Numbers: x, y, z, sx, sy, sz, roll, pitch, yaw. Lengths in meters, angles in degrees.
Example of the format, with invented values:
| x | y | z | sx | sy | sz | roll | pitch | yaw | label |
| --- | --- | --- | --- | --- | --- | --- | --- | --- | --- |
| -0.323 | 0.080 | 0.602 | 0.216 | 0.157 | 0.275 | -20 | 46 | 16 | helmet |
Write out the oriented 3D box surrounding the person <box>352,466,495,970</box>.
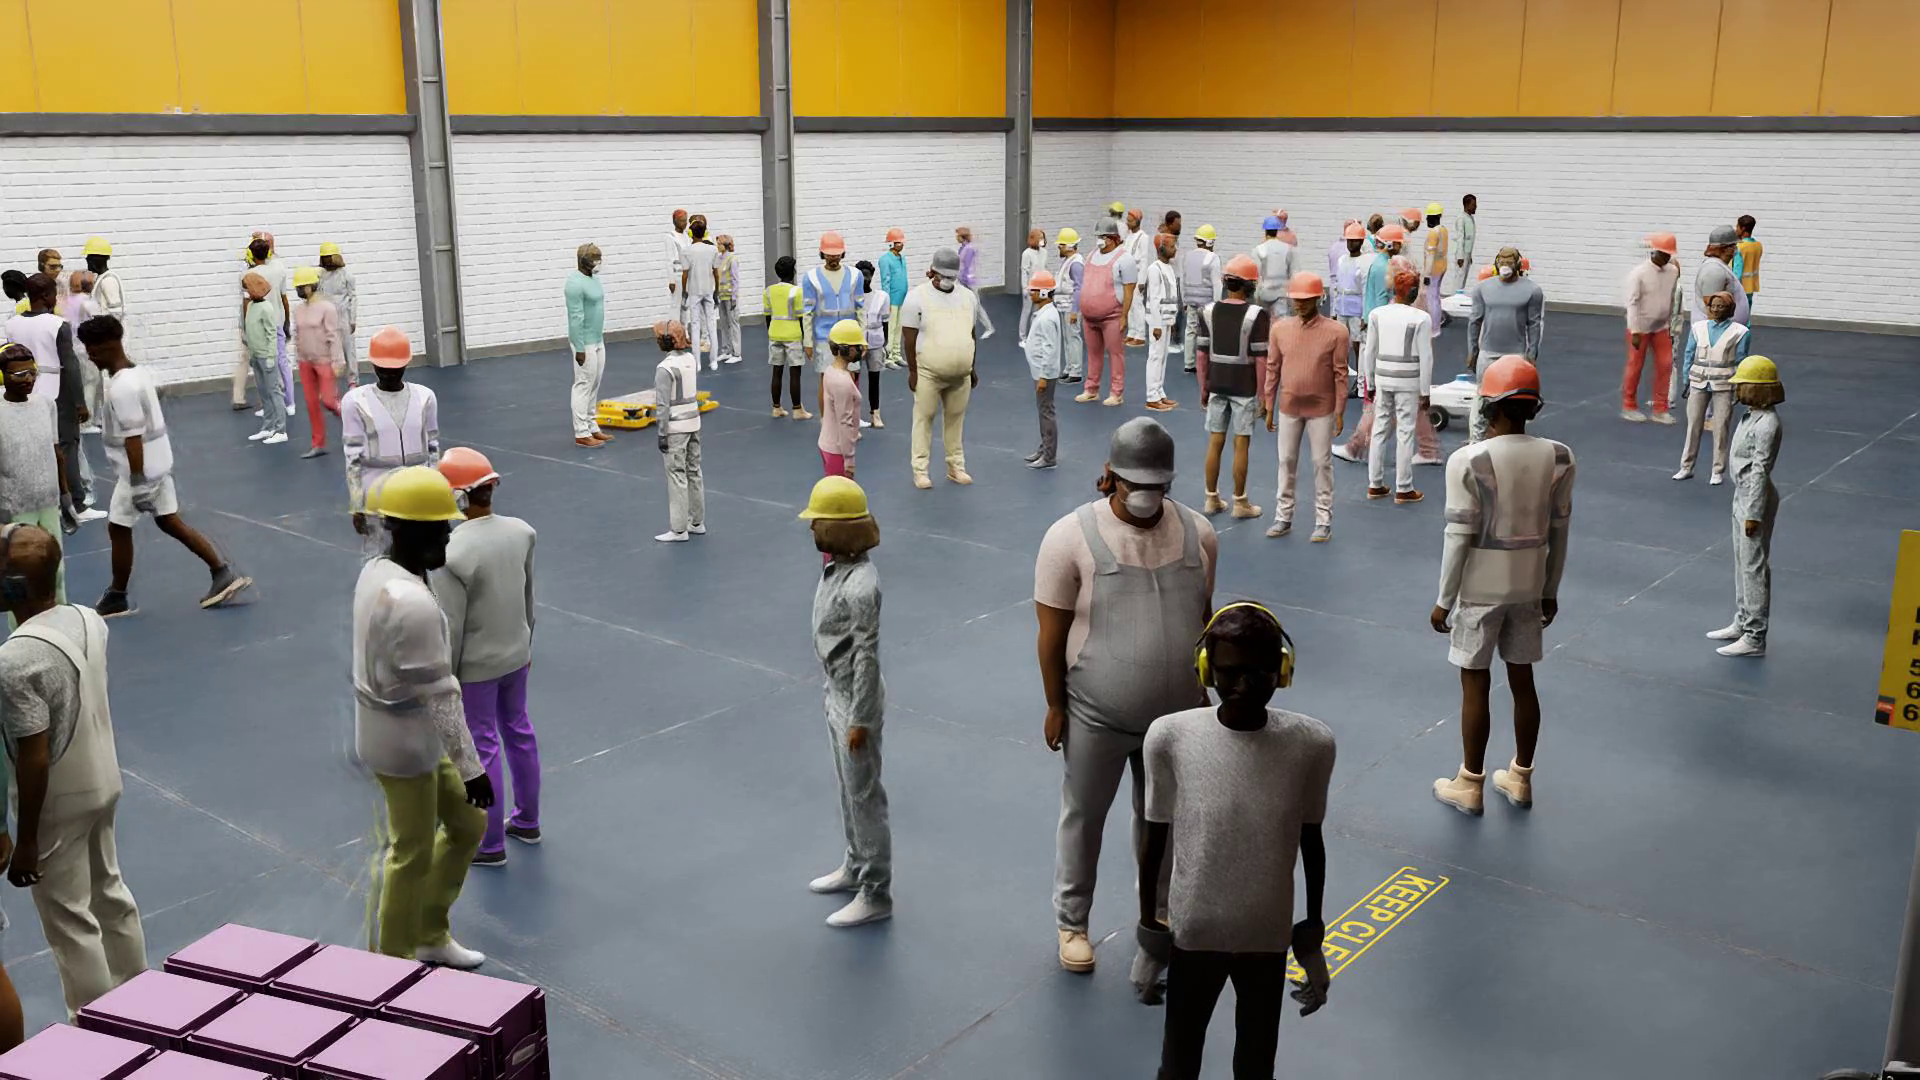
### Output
| x | y | z | sx | sy | sz | roll | pitch | yaw | label |
| --- | --- | --- | --- | --- | --- | --- | --- | --- | --- |
| -1.828 | 0.693 | 5.685 | 0.548 | 1.902 | 0.588 | -6 | 15 | -22 | person |

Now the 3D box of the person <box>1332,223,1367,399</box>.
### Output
| x | y | z | sx | sy | sz | roll | pitch | yaw | label |
| --- | --- | --- | --- | --- | --- | --- | --- | --- | --- |
| 4.369 | -2.558 | 18.595 | 0.345 | 1.942 | 0.547 | -10 | 17 | -34 | person |

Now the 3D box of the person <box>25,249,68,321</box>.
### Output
| x | y | z | sx | sy | sz | roll | pitch | yaw | label |
| --- | --- | --- | --- | --- | --- | --- | --- | --- | --- |
| -8.833 | -1.916 | 16.243 | 0.346 | 1.839 | 0.506 | 2 | 14 | 7 | person |

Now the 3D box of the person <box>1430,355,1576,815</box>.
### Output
| x | y | z | sx | sy | sz | roll | pitch | yaw | label |
| --- | --- | --- | --- | --- | --- | --- | --- | --- | --- |
| 2.367 | 0.203 | 7.358 | 0.613 | 2.041 | 0.393 | -4 | 15 | -14 | person |

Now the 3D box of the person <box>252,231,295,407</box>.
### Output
| x | y | z | sx | sy | sz | roll | pitch | yaw | label |
| --- | --- | --- | --- | --- | --- | --- | --- | --- | --- |
| -7.351 | -2.323 | 17.726 | 0.407 | 1.910 | 0.640 | -6 | 15 | -24 | person |

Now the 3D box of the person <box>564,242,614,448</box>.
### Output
| x | y | z | sx | sy | sz | roll | pitch | yaw | label |
| --- | --- | --- | --- | --- | --- | --- | --- | --- | --- |
| -3.524 | -1.846 | 15.770 | 0.352 | 1.932 | 0.635 | 2 | 14 | 6 | person |

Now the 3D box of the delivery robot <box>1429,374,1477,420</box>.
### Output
| x | y | z | sx | sy | sz | roll | pitch | yaw | label |
| --- | --- | --- | --- | --- | --- | --- | --- | --- | --- |
| 5.010 | -1.416 | 16.656 | 0.707 | 0.478 | 0.477 | 4 | 15 | 15 | delivery robot |

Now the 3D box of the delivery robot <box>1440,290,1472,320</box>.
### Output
| x | y | z | sx | sy | sz | roll | pitch | yaw | label |
| --- | --- | --- | --- | --- | --- | --- | --- | --- | --- |
| 7.525 | -3.530 | 25.091 | 0.707 | 0.478 | 0.477 | 6 | 15 | 23 | delivery robot |

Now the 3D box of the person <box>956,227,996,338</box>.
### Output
| x | y | z | sx | sy | sz | roll | pitch | yaw | label |
| --- | --- | --- | --- | --- | --- | --- | --- | --- | --- |
| 0.116 | -3.654 | 23.664 | 0.825 | 1.601 | 0.513 | -6 | 15 | -22 | person |

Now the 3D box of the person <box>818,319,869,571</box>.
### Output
| x | y | z | sx | sy | sz | roll | pitch | yaw | label |
| --- | --- | --- | --- | --- | --- | --- | --- | --- | --- |
| -0.774 | -0.597 | 11.138 | 0.340 | 1.757 | 0.518 | -3 | 14 | -13 | person |

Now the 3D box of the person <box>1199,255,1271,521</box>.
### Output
| x | y | z | sx | sy | sz | roll | pitch | yaw | label |
| --- | --- | --- | --- | --- | --- | --- | --- | --- | --- |
| 2.130 | -1.169 | 12.882 | 0.633 | 2.033 | 0.447 | 12 | 18 | 39 | person |

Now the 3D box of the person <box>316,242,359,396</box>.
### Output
| x | y | z | sx | sy | sz | roll | pitch | yaw | label |
| --- | --- | --- | --- | --- | --- | --- | --- | --- | --- |
| -6.965 | -2.447 | 18.553 | 0.483 | 1.745 | 0.299 | 1 | 14 | 4 | person |

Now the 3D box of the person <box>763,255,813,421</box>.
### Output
| x | y | z | sx | sy | sz | roll | pitch | yaw | label |
| --- | --- | --- | --- | --- | --- | --- | --- | --- | --- |
| -1.782 | -2.077 | 17.171 | 0.532 | 1.697 | 0.319 | 8 | 16 | 30 | person |

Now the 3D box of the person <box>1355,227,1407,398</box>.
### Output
| x | y | z | sx | sy | sz | roll | pitch | yaw | label |
| --- | --- | --- | --- | --- | --- | --- | --- | --- | --- |
| 4.676 | -2.509 | 18.474 | 0.641 | 1.909 | 0.409 | 7 | 16 | 27 | person |

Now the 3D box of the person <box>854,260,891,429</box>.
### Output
| x | y | z | sx | sy | sz | roll | pitch | yaw | label |
| --- | --- | --- | --- | --- | --- | --- | --- | --- | --- |
| -0.952 | -1.948 | 16.654 | 0.533 | 1.697 | 0.322 | -3 | 14 | -13 | person |

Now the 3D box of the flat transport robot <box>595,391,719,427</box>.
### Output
| x | y | z | sx | sy | sz | roll | pitch | yaw | label |
| --- | --- | --- | --- | --- | --- | --- | --- | --- | --- |
| -3.205 | -1.399 | 17.352 | 0.652 | 0.197 | 1.431 | 7 | 16 | 27 | flat transport robot |

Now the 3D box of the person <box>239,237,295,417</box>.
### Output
| x | y | z | sx | sy | sz | roll | pitch | yaw | label |
| --- | --- | --- | --- | --- | --- | --- | --- | --- | --- |
| -7.243 | -2.214 | 17.365 | 0.518 | 1.873 | 0.328 | -13 | 19 | -43 | person |

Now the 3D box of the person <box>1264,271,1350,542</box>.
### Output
| x | y | z | sx | sy | sz | roll | pitch | yaw | label |
| --- | --- | --- | --- | --- | --- | --- | --- | --- | --- |
| 2.517 | -0.966 | 12.159 | 0.621 | 1.987 | 0.418 | 7 | 16 | 26 | person |

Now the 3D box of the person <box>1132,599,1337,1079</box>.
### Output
| x | y | z | sx | sy | sz | roll | pitch | yaw | label |
| --- | --- | --- | --- | --- | --- | --- | --- | --- | --- |
| 0.709 | 1.051 | 4.323 | 0.514 | 1.871 | 0.327 | 0 | 14 | 1 | person |

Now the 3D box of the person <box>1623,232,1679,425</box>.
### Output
| x | y | z | sx | sy | sz | roll | pitch | yaw | label |
| --- | --- | --- | --- | --- | --- | --- | --- | --- | --- |
| 7.059 | -2.136 | 16.869 | 0.653 | 1.955 | 0.789 | -4 | 15 | -17 | person |

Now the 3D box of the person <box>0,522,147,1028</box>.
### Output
| x | y | z | sx | sy | sz | roll | pitch | yaw | label |
| --- | --- | --- | --- | --- | --- | --- | --- | --- | --- |
| -2.810 | 0.843 | 5.203 | 0.331 | 1.843 | 0.520 | 0 | 14 | 0 | person |

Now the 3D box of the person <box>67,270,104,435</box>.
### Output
| x | y | z | sx | sy | sz | roll | pitch | yaw | label |
| --- | --- | --- | --- | --- | --- | --- | --- | --- | --- |
| -8.563 | -1.867 | 16.485 | 0.527 | 1.611 | 0.639 | 8 | 16 | 29 | person |

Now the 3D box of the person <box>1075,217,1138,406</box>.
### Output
| x | y | z | sx | sy | sz | roll | pitch | yaw | label |
| --- | --- | --- | --- | --- | --- | --- | --- | --- | --- |
| 1.556 | -2.485 | 18.103 | 0.682 | 2.000 | 0.538 | 13 | 19 | 43 | person |

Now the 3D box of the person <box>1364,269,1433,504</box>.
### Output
| x | y | z | sx | sy | sz | roll | pitch | yaw | label |
| --- | --- | --- | --- | --- | --- | --- | --- | --- | --- |
| 3.542 | -1.237 | 13.434 | 0.341 | 1.882 | 0.587 | -13 | 19 | -43 | person |

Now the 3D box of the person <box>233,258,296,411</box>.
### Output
| x | y | z | sx | sy | sz | roll | pitch | yaw | label |
| --- | --- | --- | --- | --- | --- | --- | --- | --- | --- |
| -7.512 | -2.223 | 17.707 | 0.626 | 1.725 | 0.543 | -6 | 15 | -23 | person |

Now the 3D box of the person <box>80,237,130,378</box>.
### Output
| x | y | z | sx | sy | sz | roll | pitch | yaw | label |
| --- | --- | --- | --- | --- | --- | --- | --- | --- | --- |
| -8.441 | -2.030 | 16.506 | 0.352 | 1.930 | 0.594 | -9 | 17 | -33 | person |

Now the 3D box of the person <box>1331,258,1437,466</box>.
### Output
| x | y | z | sx | sy | sz | roll | pitch | yaw | label |
| --- | --- | --- | --- | --- | --- | --- | --- | --- | --- |
| 3.844 | -1.581 | 14.876 | 1.000 | 1.855 | 0.648 | 6 | 15 | 21 | person |

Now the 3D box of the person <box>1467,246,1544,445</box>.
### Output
| x | y | z | sx | sy | sz | roll | pitch | yaw | label |
| --- | --- | --- | --- | --- | --- | --- | --- | --- | --- |
| 4.963 | -1.713 | 15.226 | 0.635 | 1.938 | 0.354 | 6 | 15 | 22 | person |

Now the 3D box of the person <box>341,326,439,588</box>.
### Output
| x | y | z | sx | sy | sz | roll | pitch | yaw | label |
| --- | --- | --- | --- | --- | --- | --- | --- | --- | --- |
| -3.153 | -0.237 | 9.351 | 0.542 | 1.929 | 0.374 | -11 | 18 | -37 | person |

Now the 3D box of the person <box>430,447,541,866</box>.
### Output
| x | y | z | sx | sy | sz | roll | pitch | yaw | label |
| --- | --- | --- | --- | --- | --- | --- | --- | --- | --- |
| -1.968 | 0.476 | 6.860 | 0.329 | 1.749 | 0.560 | 6 | 15 | 24 | person |

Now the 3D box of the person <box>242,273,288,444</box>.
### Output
| x | y | z | sx | sy | sz | roll | pitch | yaw | label |
| --- | --- | --- | --- | --- | --- | --- | --- | --- | --- |
| -6.705 | -1.748 | 15.988 | 0.497 | 1.633 | 0.289 | 13 | 19 | 42 | person |

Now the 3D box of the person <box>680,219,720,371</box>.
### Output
| x | y | z | sx | sy | sz | roll | pitch | yaw | label |
| --- | --- | --- | --- | --- | --- | --- | --- | --- | --- |
| -3.229 | -3.035 | 20.657 | 0.513 | 1.867 | 0.328 | -7 | 16 | -27 | person |

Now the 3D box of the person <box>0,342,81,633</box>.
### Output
| x | y | z | sx | sy | sz | roll | pitch | yaw | label |
| --- | --- | --- | --- | --- | --- | --- | --- | --- | --- |
| -5.138 | -0.167 | 9.217 | 0.314 | 1.861 | 0.511 | 5 | 15 | 20 | person |
